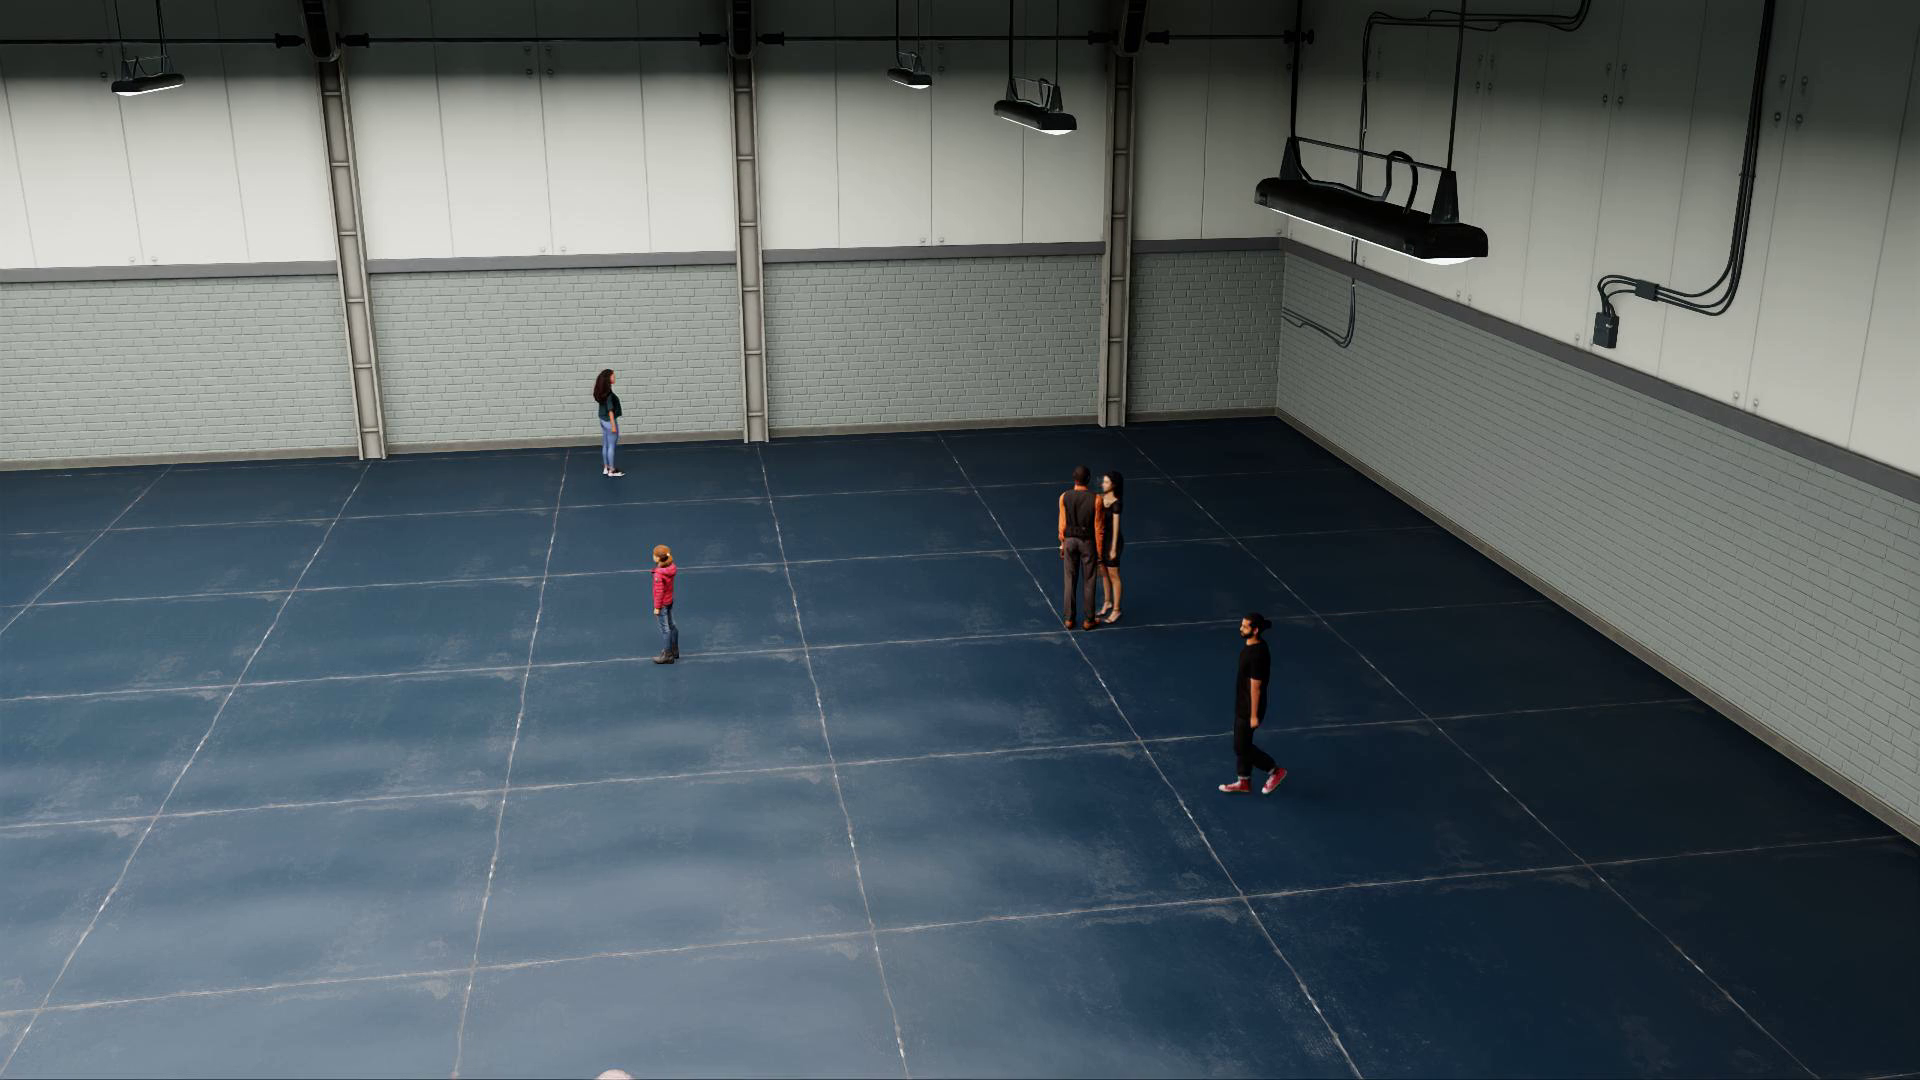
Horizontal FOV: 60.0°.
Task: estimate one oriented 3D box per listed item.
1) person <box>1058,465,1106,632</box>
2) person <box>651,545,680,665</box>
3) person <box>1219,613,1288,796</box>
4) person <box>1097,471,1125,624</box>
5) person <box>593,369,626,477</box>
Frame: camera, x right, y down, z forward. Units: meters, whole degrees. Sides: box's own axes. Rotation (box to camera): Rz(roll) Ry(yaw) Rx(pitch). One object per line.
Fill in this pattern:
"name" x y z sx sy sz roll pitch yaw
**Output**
"person" 1.368 0.080 18.871 0.722 1.907 0.848 6 19 18
"person" -3.181 0.681 17.978 0.610 1.318 0.586 5 19 14
"person" 2.676 1.475 14.847 0.889 1.746 0.736 1 18 3
"person" 1.740 0.068 19.096 0.538 1.791 0.617 -6 19 -19
"person" -5.291 -1.775 25.037 0.699 1.616 0.681 -10 21 -29
